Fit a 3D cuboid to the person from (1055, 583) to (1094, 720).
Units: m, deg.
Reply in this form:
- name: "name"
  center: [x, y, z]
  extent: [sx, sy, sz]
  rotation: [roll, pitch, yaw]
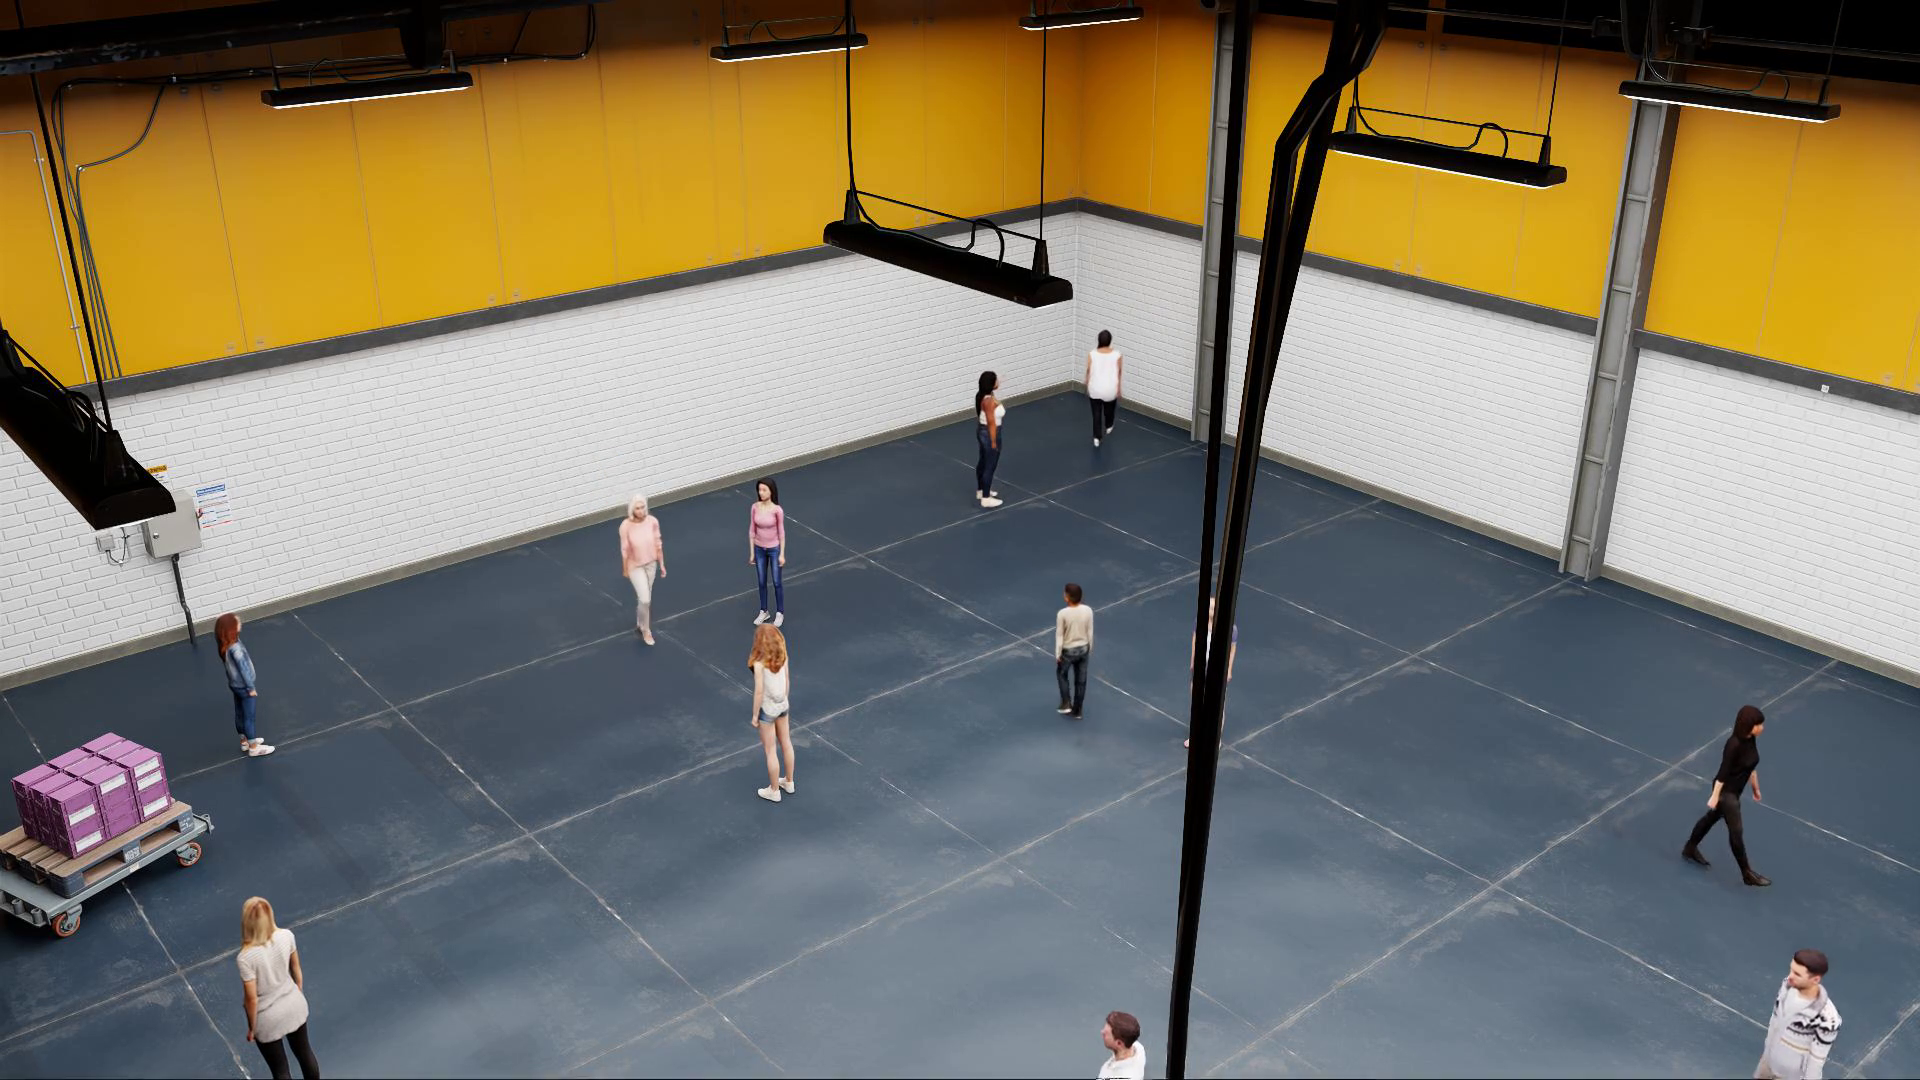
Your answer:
- name: "person"
  center: [1.158, 1.137, 16.502]
  extent: [0.639, 1.454, 0.650]
  rotation: [-5, 24, -11]

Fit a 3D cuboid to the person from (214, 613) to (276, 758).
- name: "person"
  center: [-6.891, 1.377, 15.924]
  extent: [0.630, 1.477, 0.460]
  rotation: [-21, 31, -40]

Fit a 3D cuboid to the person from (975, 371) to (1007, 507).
- name: "person"
  center: [0.362, -1.346, 21.739]
  extent: [0.802, 1.809, 0.693]
  rotation: [-5, 24, -12]

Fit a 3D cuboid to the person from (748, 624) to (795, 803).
- name: "person"
  center: [-1.691, 1.564, 15.152]
  extent: [0.547, 1.754, 0.599]
  rotation: [20, 31, 38]

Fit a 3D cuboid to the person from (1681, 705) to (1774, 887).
- name: "person"
  center: [6.445, 2.097, 14.110]
  extent: [0.641, 1.611, 1.023]
  rotation: [-21, 31, -39]

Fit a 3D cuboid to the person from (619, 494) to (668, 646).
- name: "person"
  center: [-3.513, 0.255, 18.209]
  extent: [0.595, 1.704, 0.752]
  rotation: [-18, 29, -35]

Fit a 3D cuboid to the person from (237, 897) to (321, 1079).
- name: "person"
  center: [-4.632, 3.209, 11.298]
  extent: [0.635, 1.826, 0.675]
  rotation: [14, 27, 29]

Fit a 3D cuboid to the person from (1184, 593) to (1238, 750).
- name: "person"
  center: [2.408, 1.259, 15.979]
  extent: [0.567, 1.650, 0.714]
  rotation: [14, 27, 29]

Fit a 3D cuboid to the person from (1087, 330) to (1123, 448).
- name: "person"
  center: [2.035, -2.147, 23.772]
  extent: [1.101, 1.649, 1.121]
  rotation: [4, 24, 9]

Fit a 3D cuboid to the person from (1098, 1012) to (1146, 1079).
- name: "person"
  center: [1.049, 3.682, 10.204]
  extent: [1.032, 1.836, 0.924]
  rotation: [7, 25, 15]

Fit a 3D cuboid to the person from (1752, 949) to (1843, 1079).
- name: "person"
  center: [5.457, 3.427, 10.785]
  extent: [1.022, 1.838, 1.024]
  rotation: [-3, 24, -7]

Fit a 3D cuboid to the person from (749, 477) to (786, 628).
- name: "person"
  center: [-2.123, 0.118, 18.474]
  extent: [0.602, 1.742, 0.713]
  rotation: [8, 25, 19]
